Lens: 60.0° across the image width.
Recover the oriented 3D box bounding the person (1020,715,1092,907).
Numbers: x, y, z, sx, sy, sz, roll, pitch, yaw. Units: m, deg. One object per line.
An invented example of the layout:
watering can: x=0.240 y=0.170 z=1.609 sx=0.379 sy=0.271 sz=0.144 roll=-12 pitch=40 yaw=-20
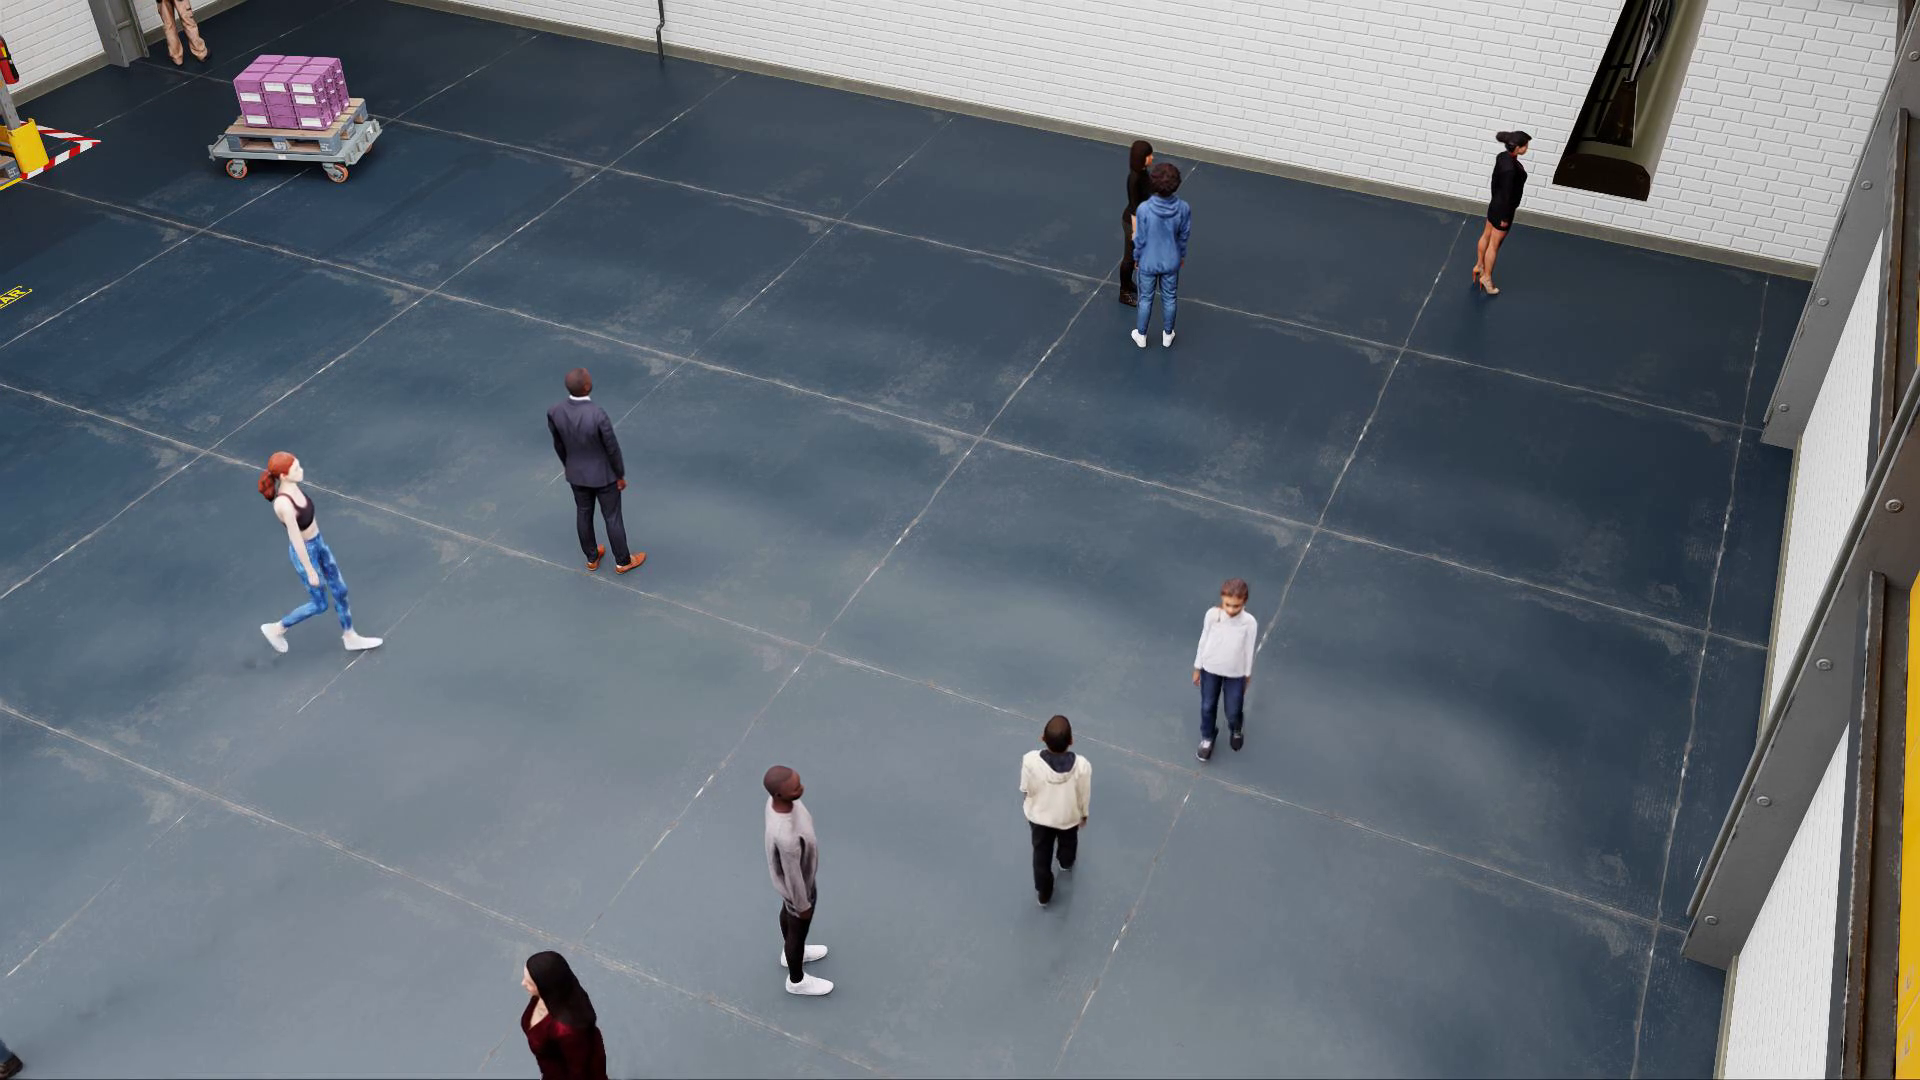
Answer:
person: x=0.560 y=1.689 z=10.092 sx=0.722 sy=1.437 sz=0.856 roll=5 pitch=39 yaw=6

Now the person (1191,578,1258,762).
person: x=1.782 y=0.808 z=11.109 sx=0.536 sy=1.546 sz=0.600 roll=14 pitch=41 yaw=17

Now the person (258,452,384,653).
person: x=-4.676 y=0.155 z=11.751 sx=0.989 sy=1.765 sz=1.024 roll=-6 pitch=39 yaw=-8

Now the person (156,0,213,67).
person: x=-9.656 y=-6.721 z=20.295 sx=0.851 sy=1.847 sz=0.902 roll=-7 pitch=39 yaw=-9

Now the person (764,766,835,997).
person: x=-0.962 y=1.928 z=9.525 sx=0.762 sy=1.772 sz=0.666 roll=-7 pitch=39 yaw=-8

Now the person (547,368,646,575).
person: x=-2.765 y=-0.512 z=12.539 sx=0.713 sy=1.824 sz=0.637 roll=12 pitch=40 yaw=14

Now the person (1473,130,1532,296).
person: x=5.205 y=-3.163 z=16.004 sx=0.732 sy=1.642 sz=0.655 roll=0 pitch=39 yaw=0

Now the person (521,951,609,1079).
person: x=-1.917 y=2.685 z=8.599 sx=0.939 sy=1.744 sz=0.878 roll=-17 pitch=42 yaw=-20

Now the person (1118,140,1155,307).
person: x=1.663 y=-3.041 z=15.851 sx=0.661 sy=1.642 sz=0.486 roll=10 pitch=40 yaw=12

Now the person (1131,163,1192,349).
person: x=1.819 y=-2.582 z=15.141 sx=0.761 sy=1.810 sz=0.750 roll=-2 pitch=39 yaw=-2
